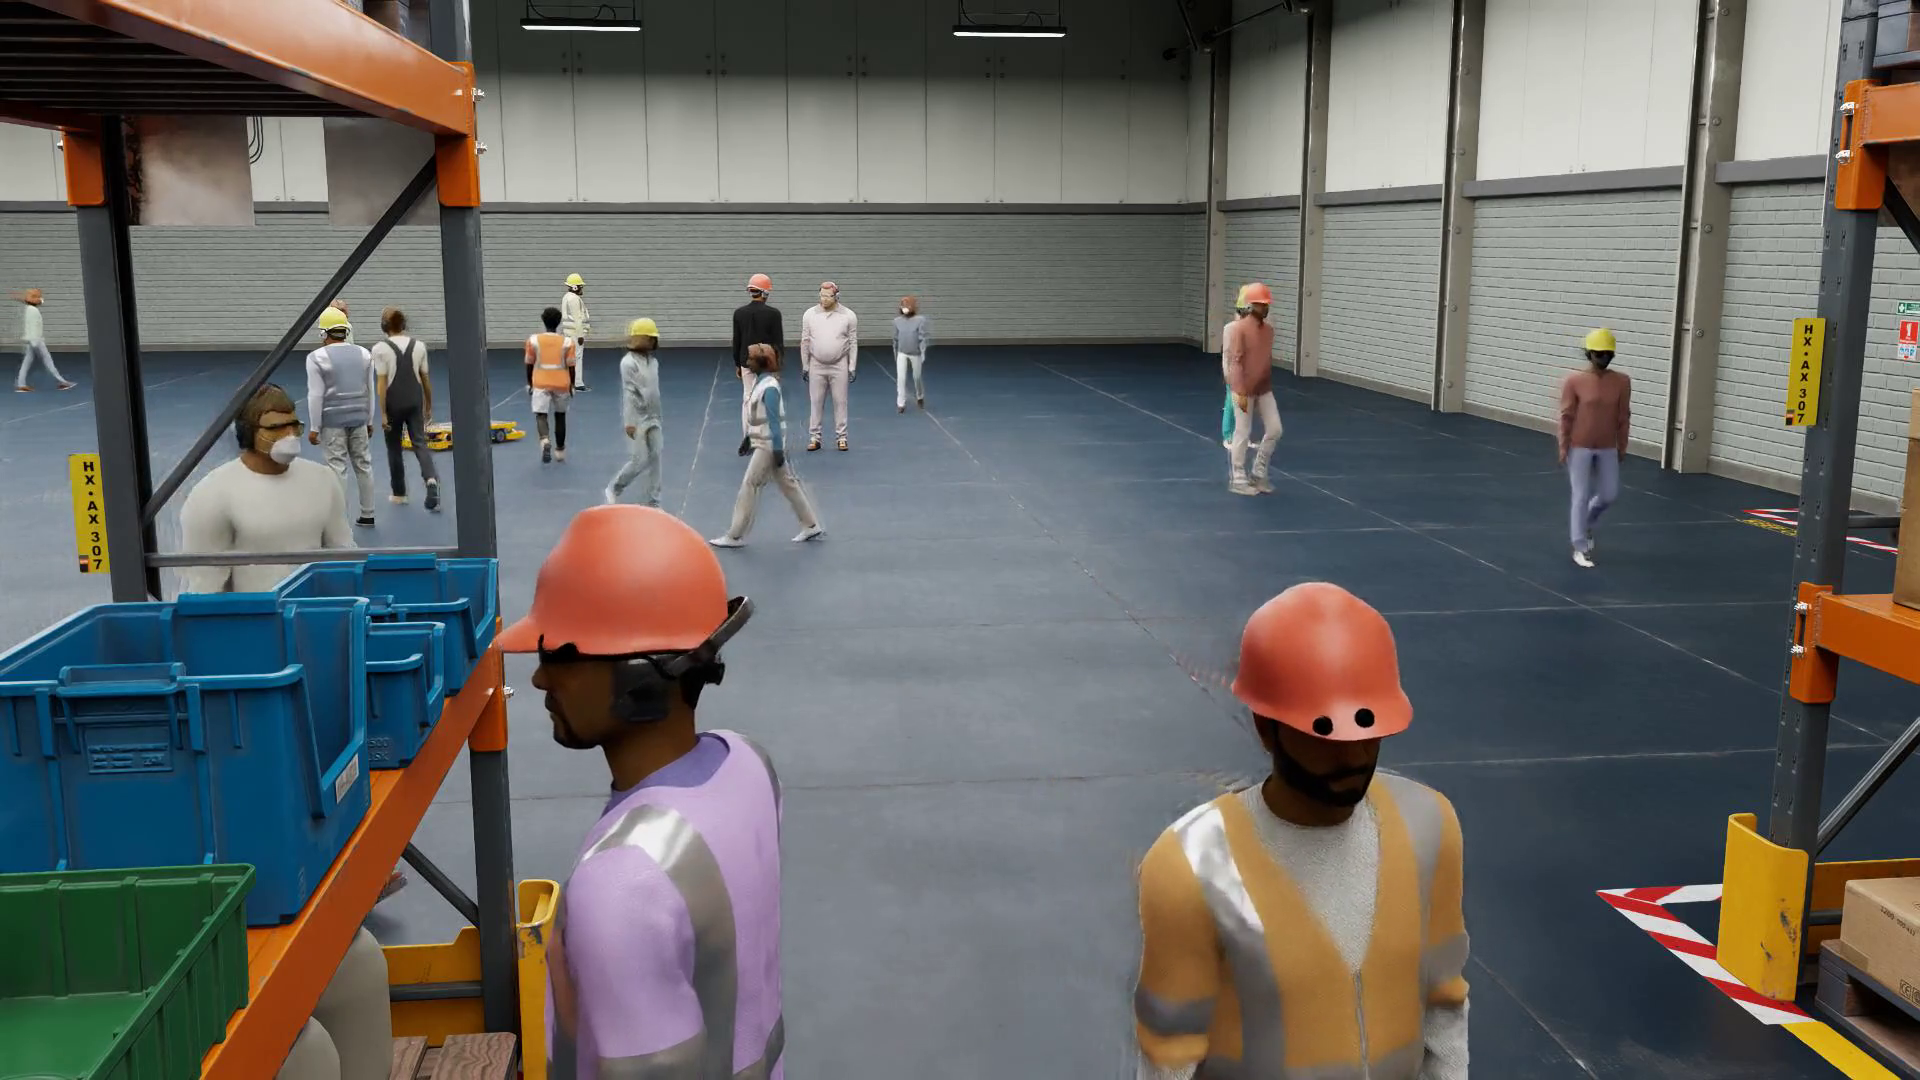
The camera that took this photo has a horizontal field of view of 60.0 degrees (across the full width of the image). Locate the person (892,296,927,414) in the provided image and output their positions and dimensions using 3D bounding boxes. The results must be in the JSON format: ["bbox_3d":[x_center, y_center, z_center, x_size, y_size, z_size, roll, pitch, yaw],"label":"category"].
[{"bbox_3d":[-0.683,-2.562,22.922,0.501,1.599,0.800,2,10,9],"label":"person"}]

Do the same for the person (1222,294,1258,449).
[{"bbox_3d":[3.223,-1.911,18.903,0.533,1.767,0.325,-5,11,-24],"label":"person"}]

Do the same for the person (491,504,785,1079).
[{"bbox_3d":[-0.443,0.959,2.408,0.373,2.043,0.615,1,10,5],"label":"person"}]

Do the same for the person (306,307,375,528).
[{"bbox_3d":[-5.060,-0.977,13.594,0.404,1.835,0.590,8,13,39],"label":"person"}]

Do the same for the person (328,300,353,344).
[{"bbox_3d":[-7.532,-2.096,20.264,0.515,1.641,0.308,10,14,43],"label":"person"}]

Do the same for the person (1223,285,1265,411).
[{"bbox_3d":[3.922,-2.625,22.888,0.658,1.746,0.527,-10,14,-44],"label":"person"}]

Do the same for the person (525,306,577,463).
[{"bbox_3d":[-4.322,-1.634,17.633,0.543,1.674,0.709,-3,11,-15],"label":"person"}]

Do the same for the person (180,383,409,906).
[{"bbox_3d":[-2.416,0.377,6.026,1.015,1.885,0.648,5,11,24],"label":"person"}]

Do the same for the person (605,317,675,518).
[{"bbox_3d":[-2.711,-1.018,14.079,0.532,1.727,0.502,5,11,25],"label":"person"}]

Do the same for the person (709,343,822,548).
[{"bbox_3d":[-1.490,-0.736,12.941,0.897,1.593,0.508,-2,11,-12],"label":"person"}]

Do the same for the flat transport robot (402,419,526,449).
[{"bbox_3d":[-5.806,-1.242,19.331,0.652,0.197,1.431,6,12,30],"label":"flat transport robot"}]

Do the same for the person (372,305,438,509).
[{"bbox_3d":[-4.897,-1.167,14.726,0.517,1.814,0.876,-9,13,-39],"label":"person"}]

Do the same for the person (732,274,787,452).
[{"bbox_3d":[-2.234,-1.963,18.559,0.612,1.994,0.395,4,11,21],"label":"person"}]

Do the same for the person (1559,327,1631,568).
[{"bbox_3d":[4.638,-0.692,12.252,0.529,1.757,0.517,0,10,-2],"label":"person"}]

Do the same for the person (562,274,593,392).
[{"bbox_3d":[-5.972,-3.221,25.903,0.403,1.833,0.586,-6,12,-29],"label":"person"}]

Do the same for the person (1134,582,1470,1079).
[{"bbox_3d":[0.512,0.975,2.692,0.553,1.913,0.786,-4,11,-22],"label":"person"}]

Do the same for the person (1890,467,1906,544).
[{"bbox_3d":[5.286,-0.170,8.964,0.570,1.905,0.875,-1,10,-5],"label":"person"}]

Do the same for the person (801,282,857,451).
[{"bbox_3d":[-1.476,-1.946,18.729,0.637,1.902,0.406,0,10,0],"label":"person"}]

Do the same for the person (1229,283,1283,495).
[{"bbox_3d":[2.745,-1.383,15.439,0.622,1.976,0.529,-8,13,-36],"label":"person"}]

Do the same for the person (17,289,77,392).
[{"bbox_3d":[-14.329,-3.107,25.921,0.843,1.581,0.522,-7,13,-34],"label":"person"}]
